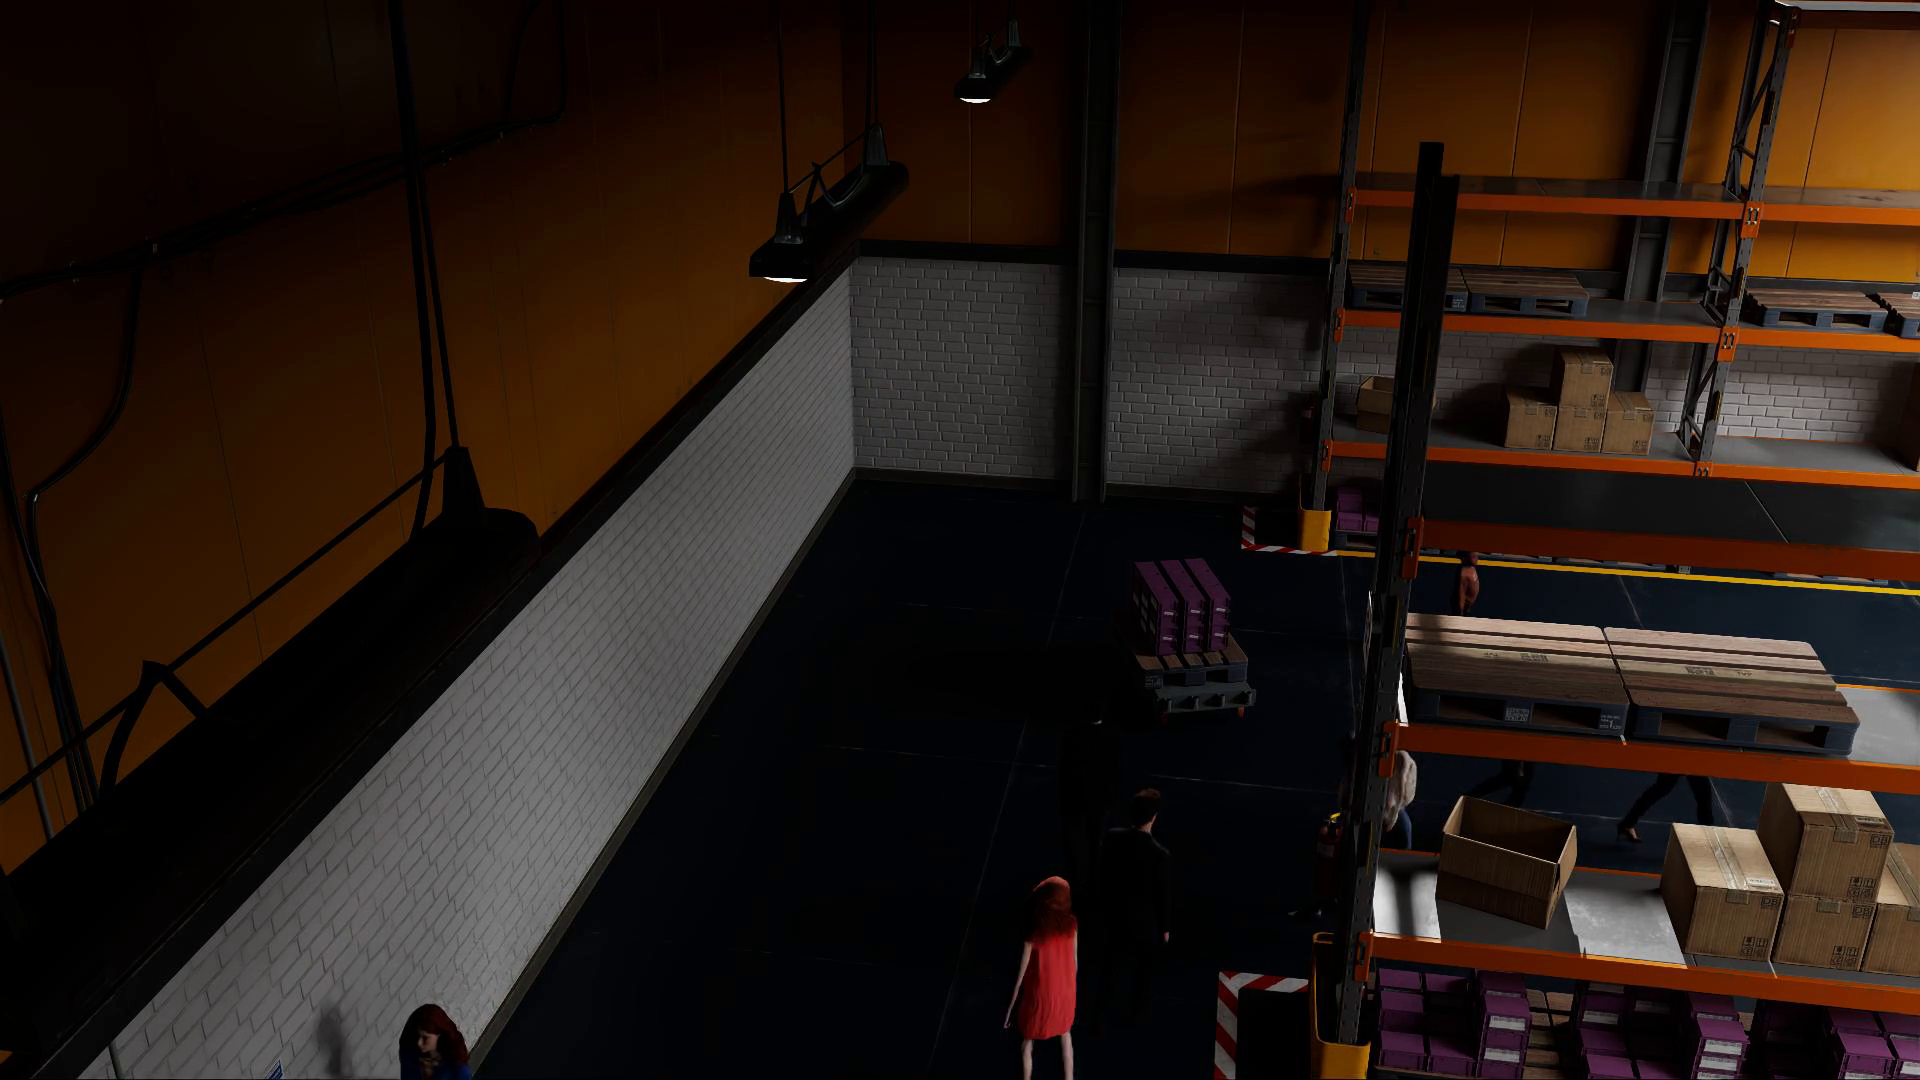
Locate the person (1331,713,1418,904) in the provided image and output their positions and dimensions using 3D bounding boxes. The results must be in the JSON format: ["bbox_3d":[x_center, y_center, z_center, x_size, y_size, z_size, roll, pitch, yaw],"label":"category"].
[{"bbox_3d":[3.114,2.044,12.481,1.218,1.641,0.954,-6,24,-14],"label":"person"}]

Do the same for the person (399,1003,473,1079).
[{"bbox_3d":[-2.886,3.319,9.369,1.087,1.797,0.885,11,26,23],"label":"person"}]

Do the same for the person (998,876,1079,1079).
[{"bbox_3d":[0.587,2.891,10.332,0.829,1.810,0.900,-20,30,-38],"label":"person"}]

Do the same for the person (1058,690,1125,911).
[{"bbox_3d":[0.994,1.984,12.436,0.736,1.786,0.834,-3,24,-8],"label":"person"}]

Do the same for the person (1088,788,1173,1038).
[{"bbox_3d":[1.120,2.534,11.071,1.045,1.872,1.000,15,28,31],"label":"person"}]

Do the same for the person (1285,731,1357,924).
[{"bbox_3d":[2.999,2.190,12.074,1.088,1.699,0.685,5,24,11],"label":"person"}]
